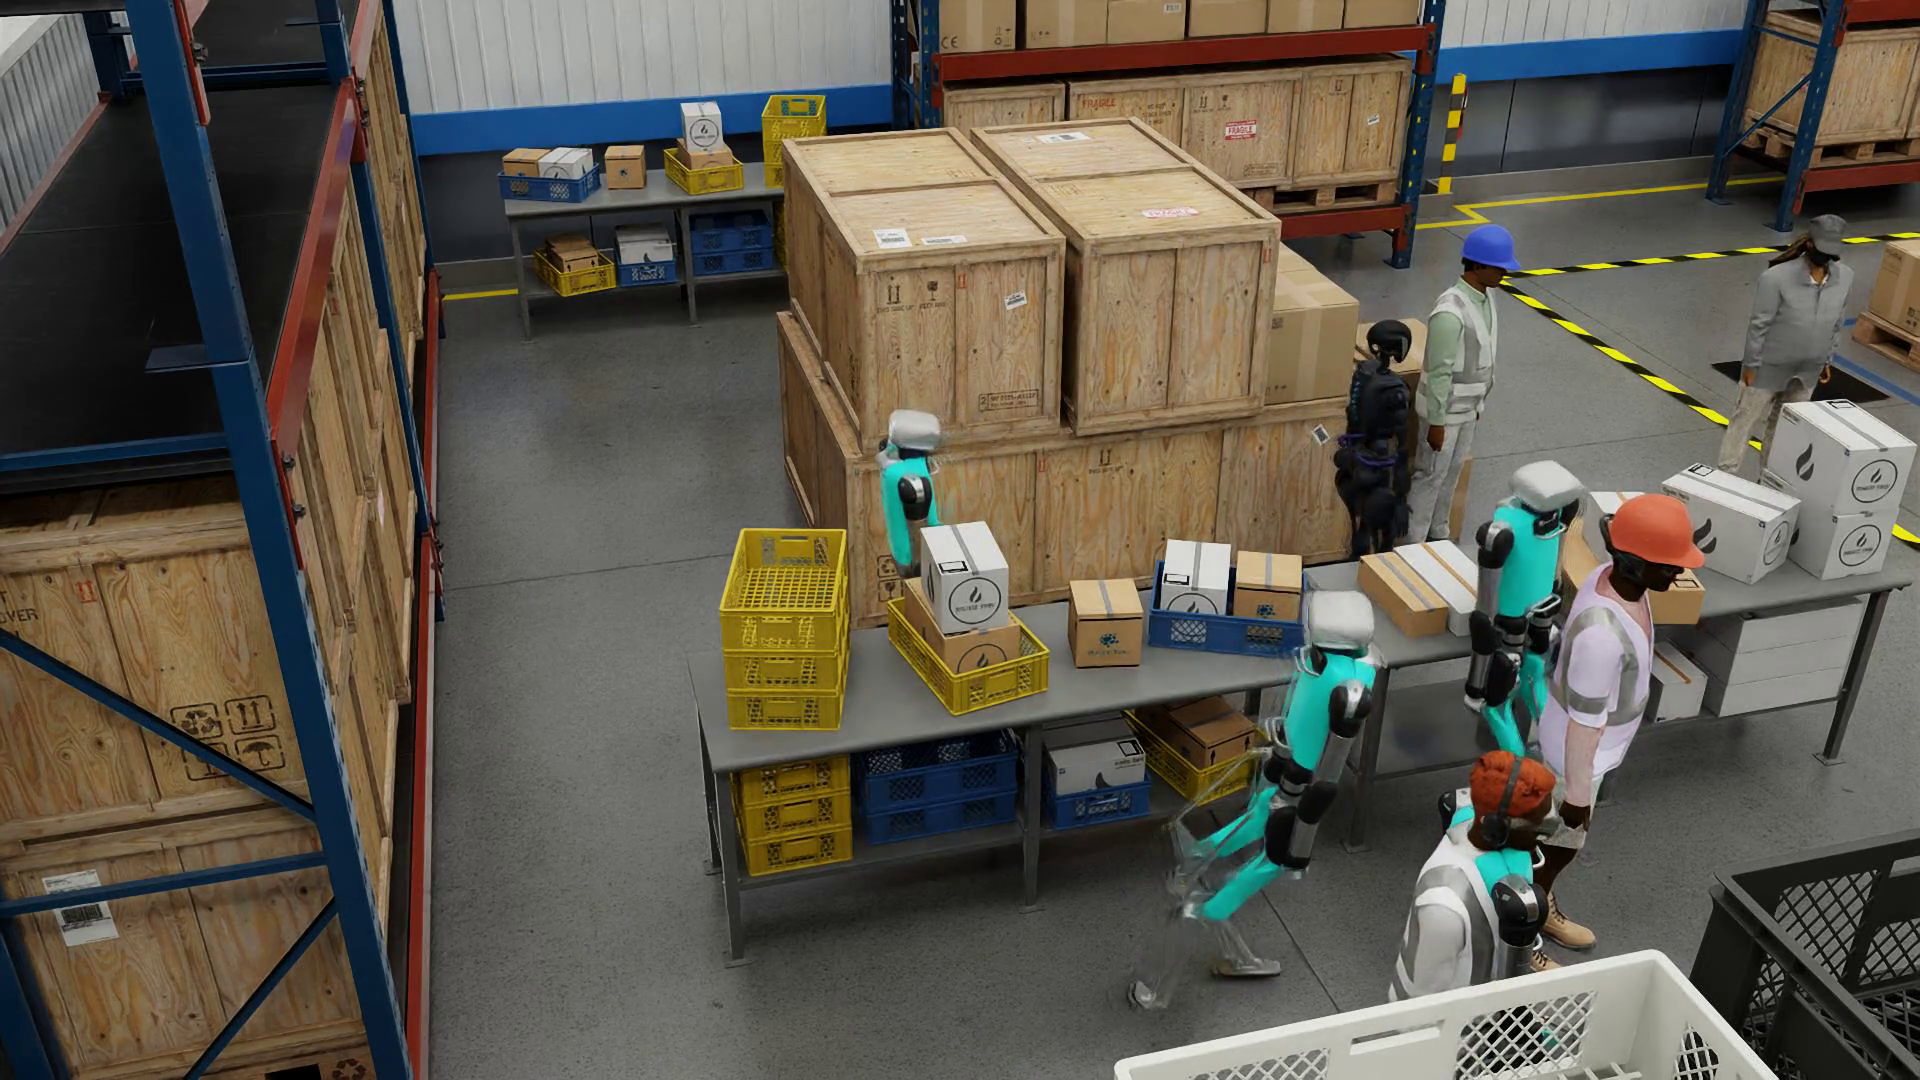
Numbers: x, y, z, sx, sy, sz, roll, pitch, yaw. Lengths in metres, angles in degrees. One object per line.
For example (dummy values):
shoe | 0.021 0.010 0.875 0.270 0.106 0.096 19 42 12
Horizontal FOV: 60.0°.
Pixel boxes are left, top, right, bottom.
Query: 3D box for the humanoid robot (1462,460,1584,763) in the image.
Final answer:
humanoid robot | 2.306 0.586 6.557 0.530 1.827 0.626 -21 35 -34

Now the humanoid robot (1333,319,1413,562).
humanoid robot | 2.037 -0.311 8.221 0.325 1.652 0.601 -8 30 -14

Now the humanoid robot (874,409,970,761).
humanoid robot | 0.025 0.275 7.132 0.762 1.822 0.538 -6 29 -11

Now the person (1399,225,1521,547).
person | 2.583 -0.707 8.673 0.412 1.939 0.602 20 34 31

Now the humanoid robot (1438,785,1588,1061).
humanoid robot | 1.726 1.380 4.950 0.735 1.677 0.533 -3 29 -6

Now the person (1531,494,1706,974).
person | 2.275 0.739 5.955 0.404 2.035 0.598 13 32 23

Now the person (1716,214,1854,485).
person | 4.652 -0.993 9.370 0.563 1.761 0.405 -4 29 -7

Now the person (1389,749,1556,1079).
person | 1.448 1.402 4.910 0.343 1.877 0.583 19 34 31

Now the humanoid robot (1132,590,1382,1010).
humanoid robot | 0.970 1.003 5.877 0.834 1.885 0.555 2 29 5
